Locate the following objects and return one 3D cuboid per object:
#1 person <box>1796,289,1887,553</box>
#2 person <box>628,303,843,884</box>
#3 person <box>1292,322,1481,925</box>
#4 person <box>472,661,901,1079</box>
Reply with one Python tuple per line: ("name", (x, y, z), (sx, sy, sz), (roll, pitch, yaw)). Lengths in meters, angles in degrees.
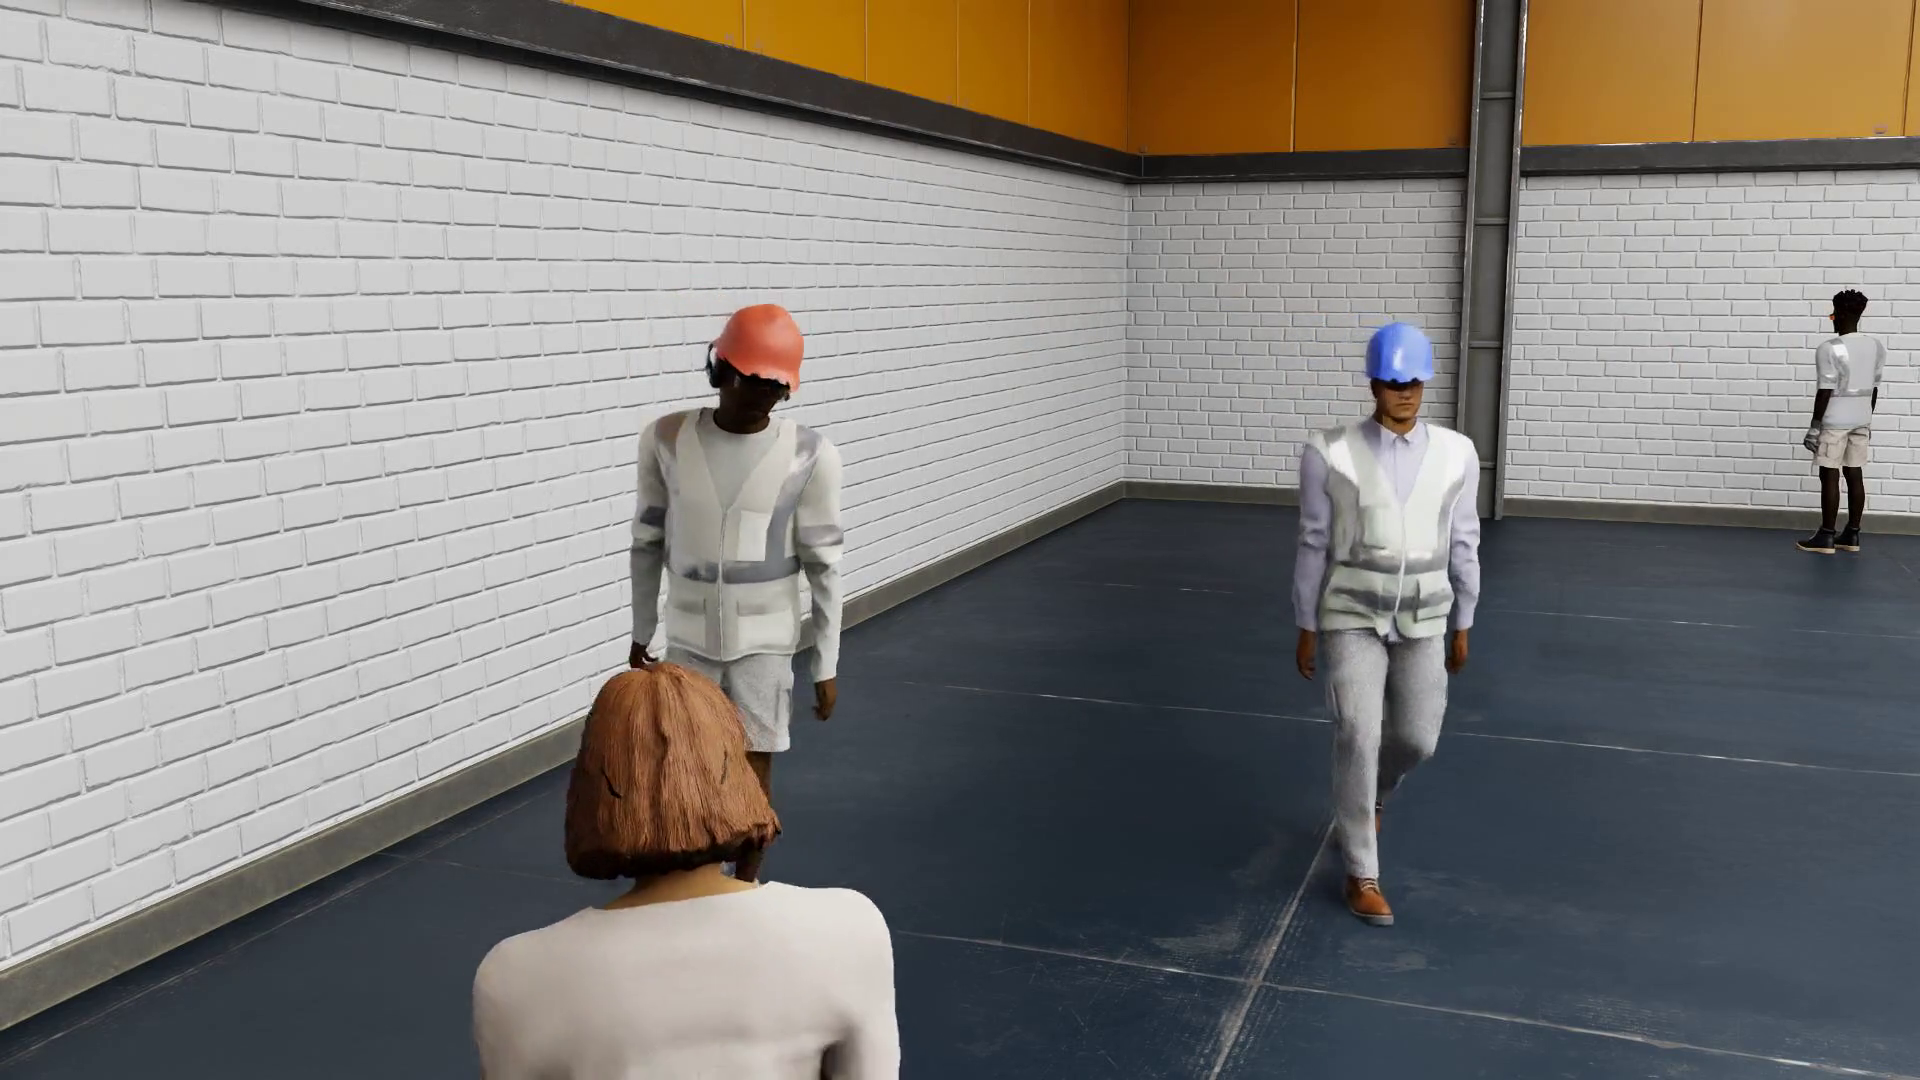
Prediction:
("person", (6.572, -0.862, 12.412), (0.603, 1.933, 0.368), (-3, 10, -21))
("person", (-0.665, 0.288, 5.008), (0.676, 1.992, 0.726), (1, 9, 4))
("person", (1.391, 0.241, 5.529), (0.612, 1.929, 0.721), (0, 9, -2))
("person", (-0.301, 0.948, 2.001), (0.519, 1.614, 0.392), (-2, 9, -15))
